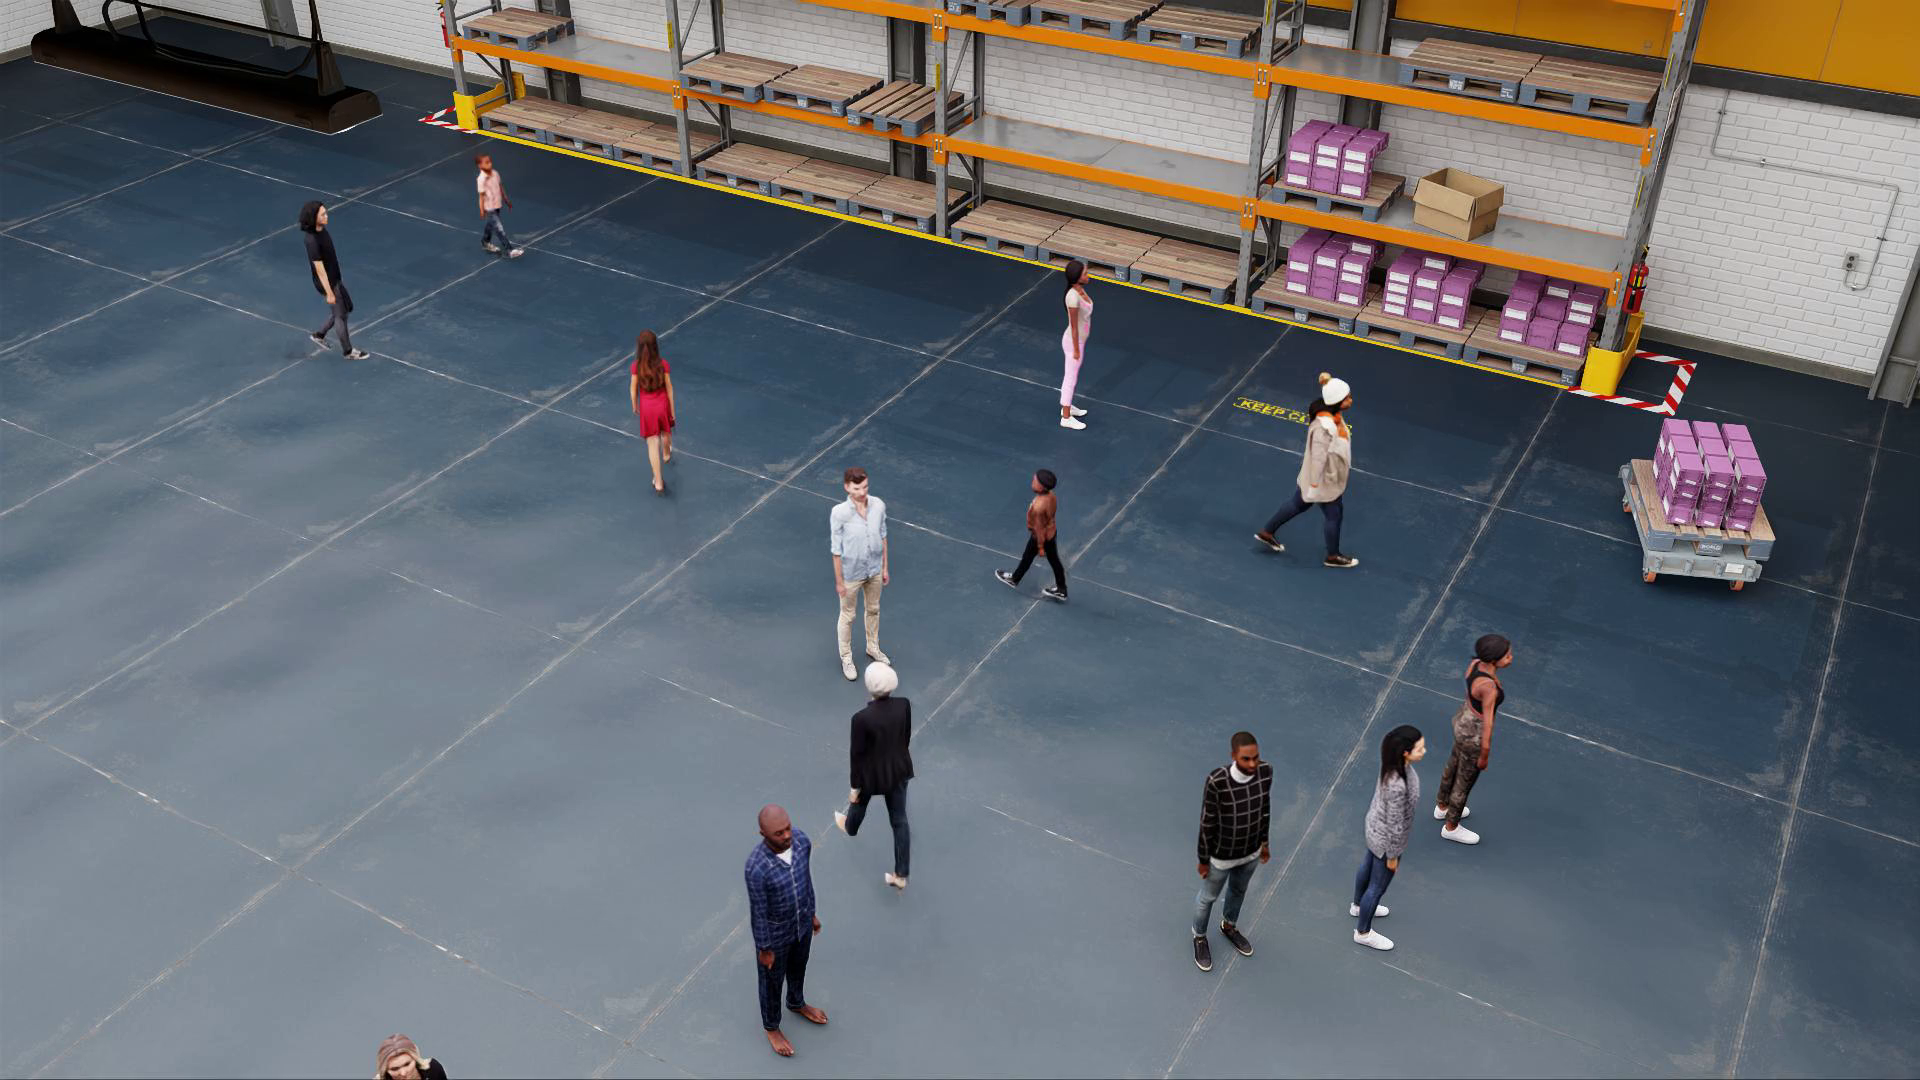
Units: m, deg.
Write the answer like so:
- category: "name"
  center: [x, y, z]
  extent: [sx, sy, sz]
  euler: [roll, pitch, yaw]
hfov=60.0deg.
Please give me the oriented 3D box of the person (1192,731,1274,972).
- category: "person"
  center: [1.721, 1.927, 10.552]
  extent: [0.746, 1.821, 0.773]
  euler: [-13, 36, -18]

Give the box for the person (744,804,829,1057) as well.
- category: "person"
  center: [-1.072, 2.294, 10.001]
  extent: [0.646, 1.820, 0.690]
  euler: [24, 40, 31]

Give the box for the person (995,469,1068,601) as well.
- category: "person"
  center: [0.762, -0.019, 14.024]
  extent: [0.895, 1.218, 0.574]
  euler: [15, 36, 21]

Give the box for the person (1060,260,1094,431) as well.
- category: "person"
  center: [1.132, -1.953, 16.463]
  extent: [0.632, 1.740, 0.645]
  euler: [5, 34, 7]

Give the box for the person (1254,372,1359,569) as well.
- category: "person"
  center: [3.006, -0.611, 14.340]
  extent: [1.250, 1.855, 0.983]
  euler: [4, 34, 6]

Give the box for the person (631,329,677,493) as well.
- category: "person"
  center: [-2.850, -1.181, 15.512]
  extent: [1.023, 1.505, 1.038]
  euler: [-6, 34, -9]

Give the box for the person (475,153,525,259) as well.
- category: "person"
  center: [-5.677, -4.027, 20.006]
  extent: [0.925, 1.272, 0.597]
  euler: [12, 35, 17]

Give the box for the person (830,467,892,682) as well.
- category: "person"
  center: [-0.786, 0.227, 13.085]
  extent: [0.731, 1.848, 0.726]
  euler: [-19, 38, -26]

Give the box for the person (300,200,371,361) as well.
- category: "person"
  center: [-6.739, -2.737, 17.569]
  extent: [0.967, 1.821, 0.893]
  euler: [-5, 34, -7]

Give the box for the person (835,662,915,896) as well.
- category: "person"
  center: [-0.501, 1.619, 10.938]
  extent: [1.114, 1.757, 1.196]
  euler: [-16, 37, -22]

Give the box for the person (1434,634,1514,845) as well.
- category: "person"
  center: [3.558, 1.345, 11.538]
  extent: [0.662, 1.699, 0.656]
  euler: [1, 34, 2]

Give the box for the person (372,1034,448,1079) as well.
- category: "person"
  center: [-2.828, 3.205, 8.751]
  extent: [0.678, 1.687, 0.663]
  euler: [-23, 40, -30]

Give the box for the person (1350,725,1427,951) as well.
- category: "person"
  center: [2.749, 1.873, 10.714]
  extent: [0.657, 1.732, 0.690]
  euler: [4, 34, 6]
